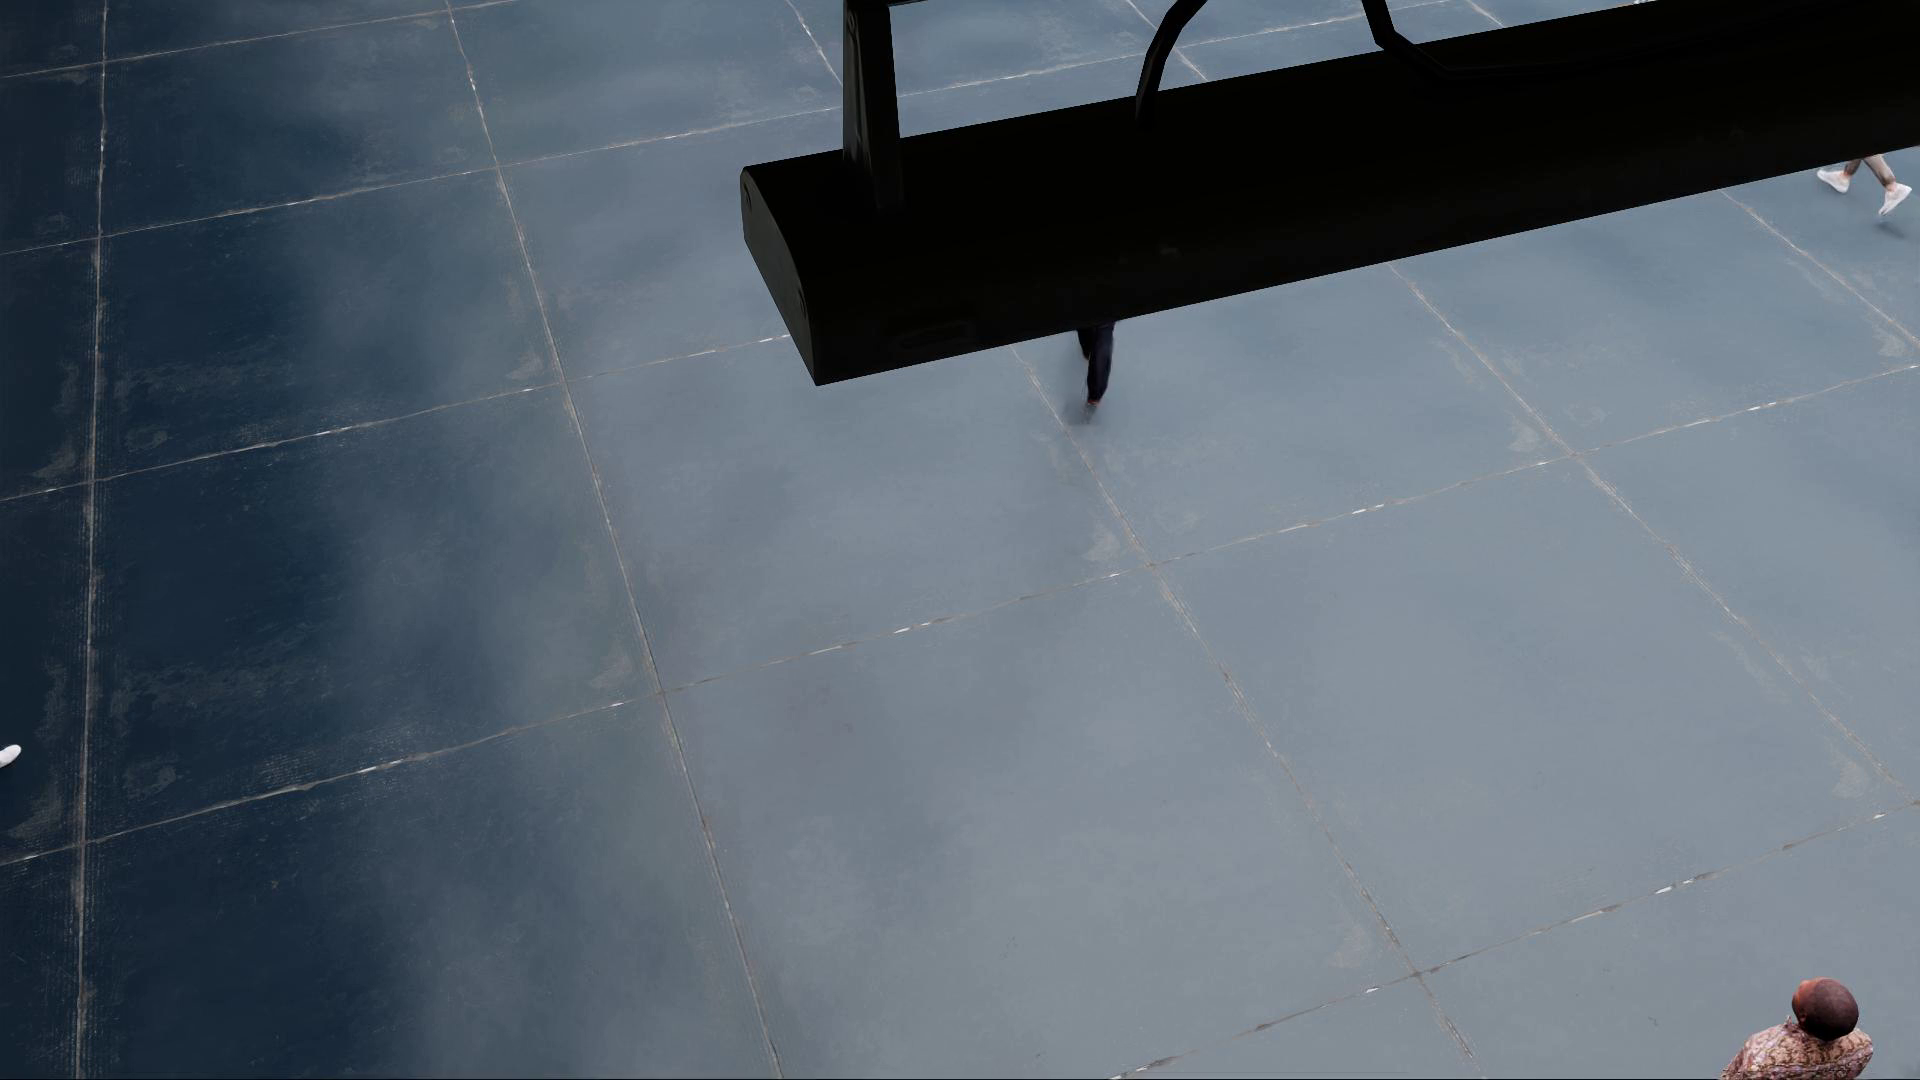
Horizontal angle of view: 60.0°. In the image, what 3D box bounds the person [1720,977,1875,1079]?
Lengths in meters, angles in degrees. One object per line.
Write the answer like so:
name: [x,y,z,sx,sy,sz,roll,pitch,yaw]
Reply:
person: [3.088,2.310,6.369,0.767,1.785,1.137,-10,44,-10]
